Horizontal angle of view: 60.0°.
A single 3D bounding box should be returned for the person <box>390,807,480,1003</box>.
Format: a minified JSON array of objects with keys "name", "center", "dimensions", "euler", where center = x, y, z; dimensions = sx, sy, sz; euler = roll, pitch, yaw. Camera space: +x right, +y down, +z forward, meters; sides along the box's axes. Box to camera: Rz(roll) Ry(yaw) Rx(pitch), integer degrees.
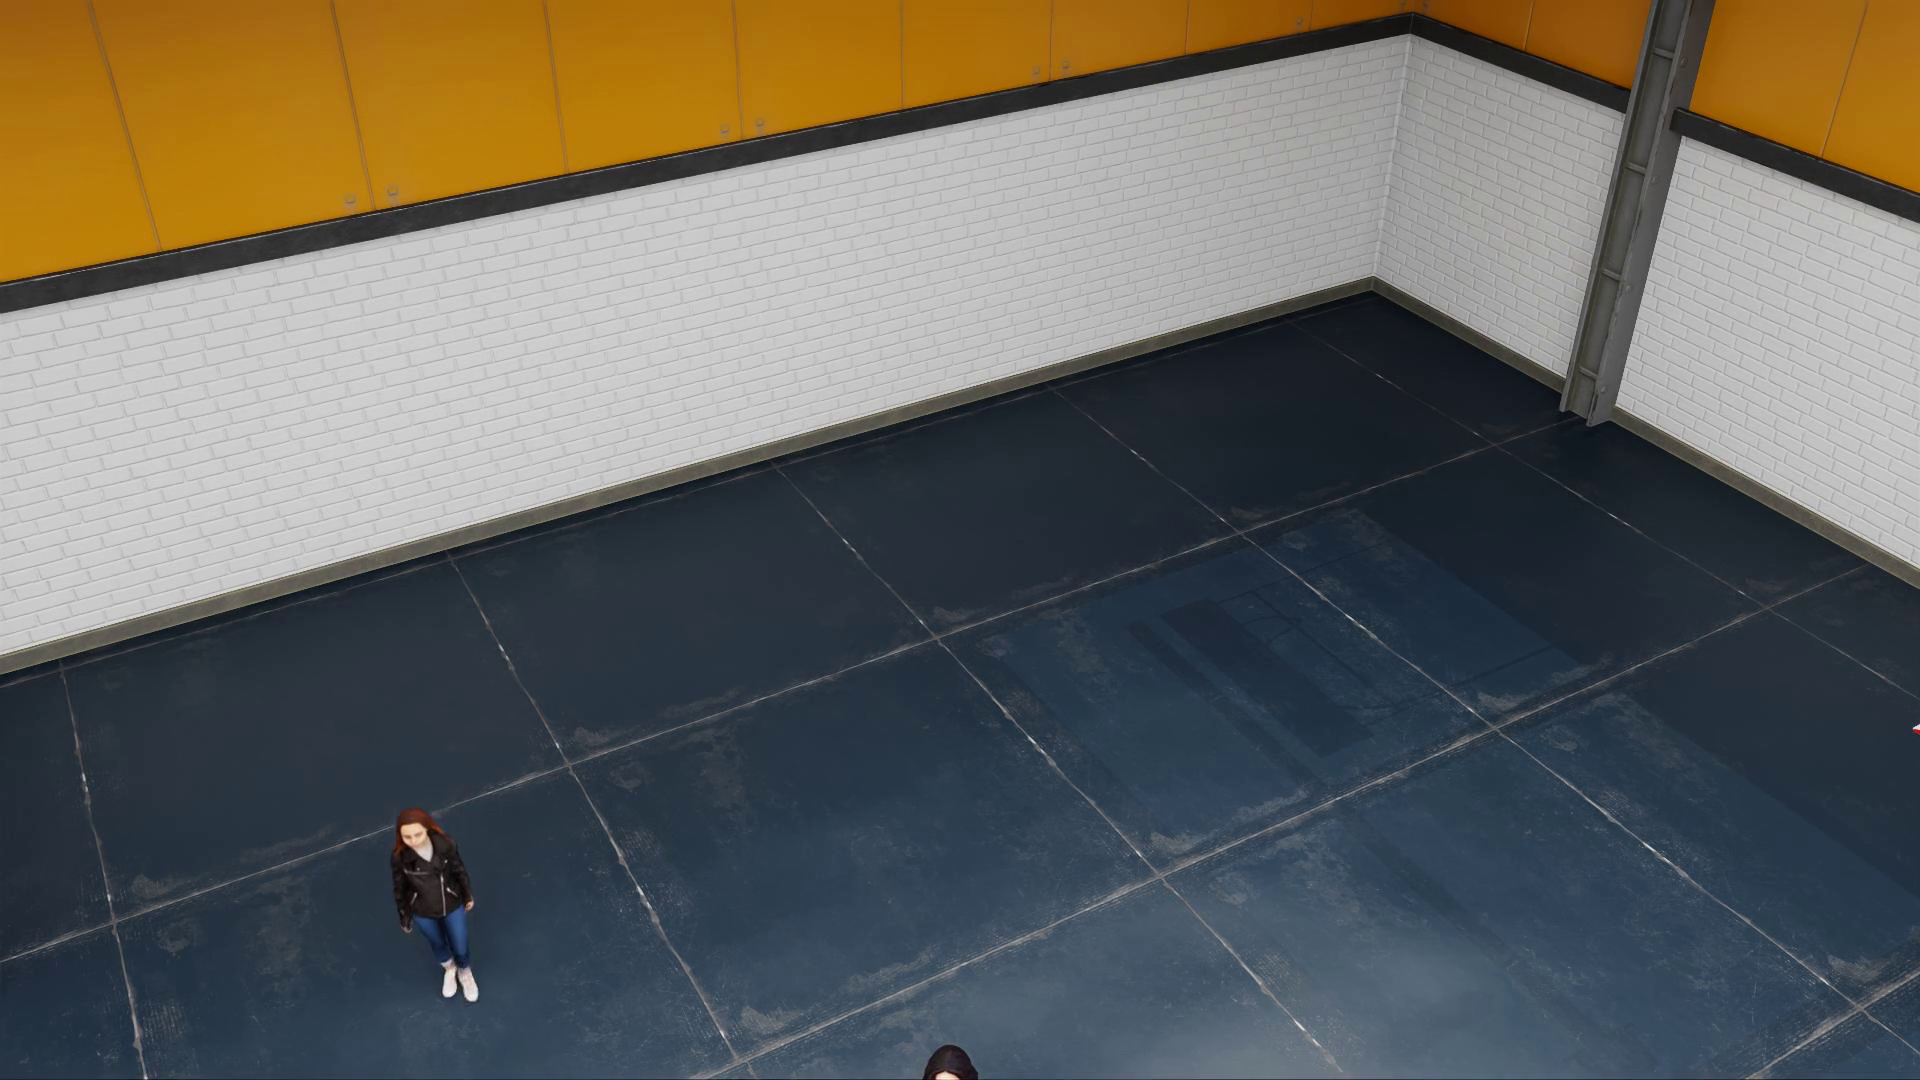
[{"name":"person","center":[-3.078,2.081,9.767],"dimensions":[0.624,1.470,0.610],"euler":[-10,35,-15]}]
